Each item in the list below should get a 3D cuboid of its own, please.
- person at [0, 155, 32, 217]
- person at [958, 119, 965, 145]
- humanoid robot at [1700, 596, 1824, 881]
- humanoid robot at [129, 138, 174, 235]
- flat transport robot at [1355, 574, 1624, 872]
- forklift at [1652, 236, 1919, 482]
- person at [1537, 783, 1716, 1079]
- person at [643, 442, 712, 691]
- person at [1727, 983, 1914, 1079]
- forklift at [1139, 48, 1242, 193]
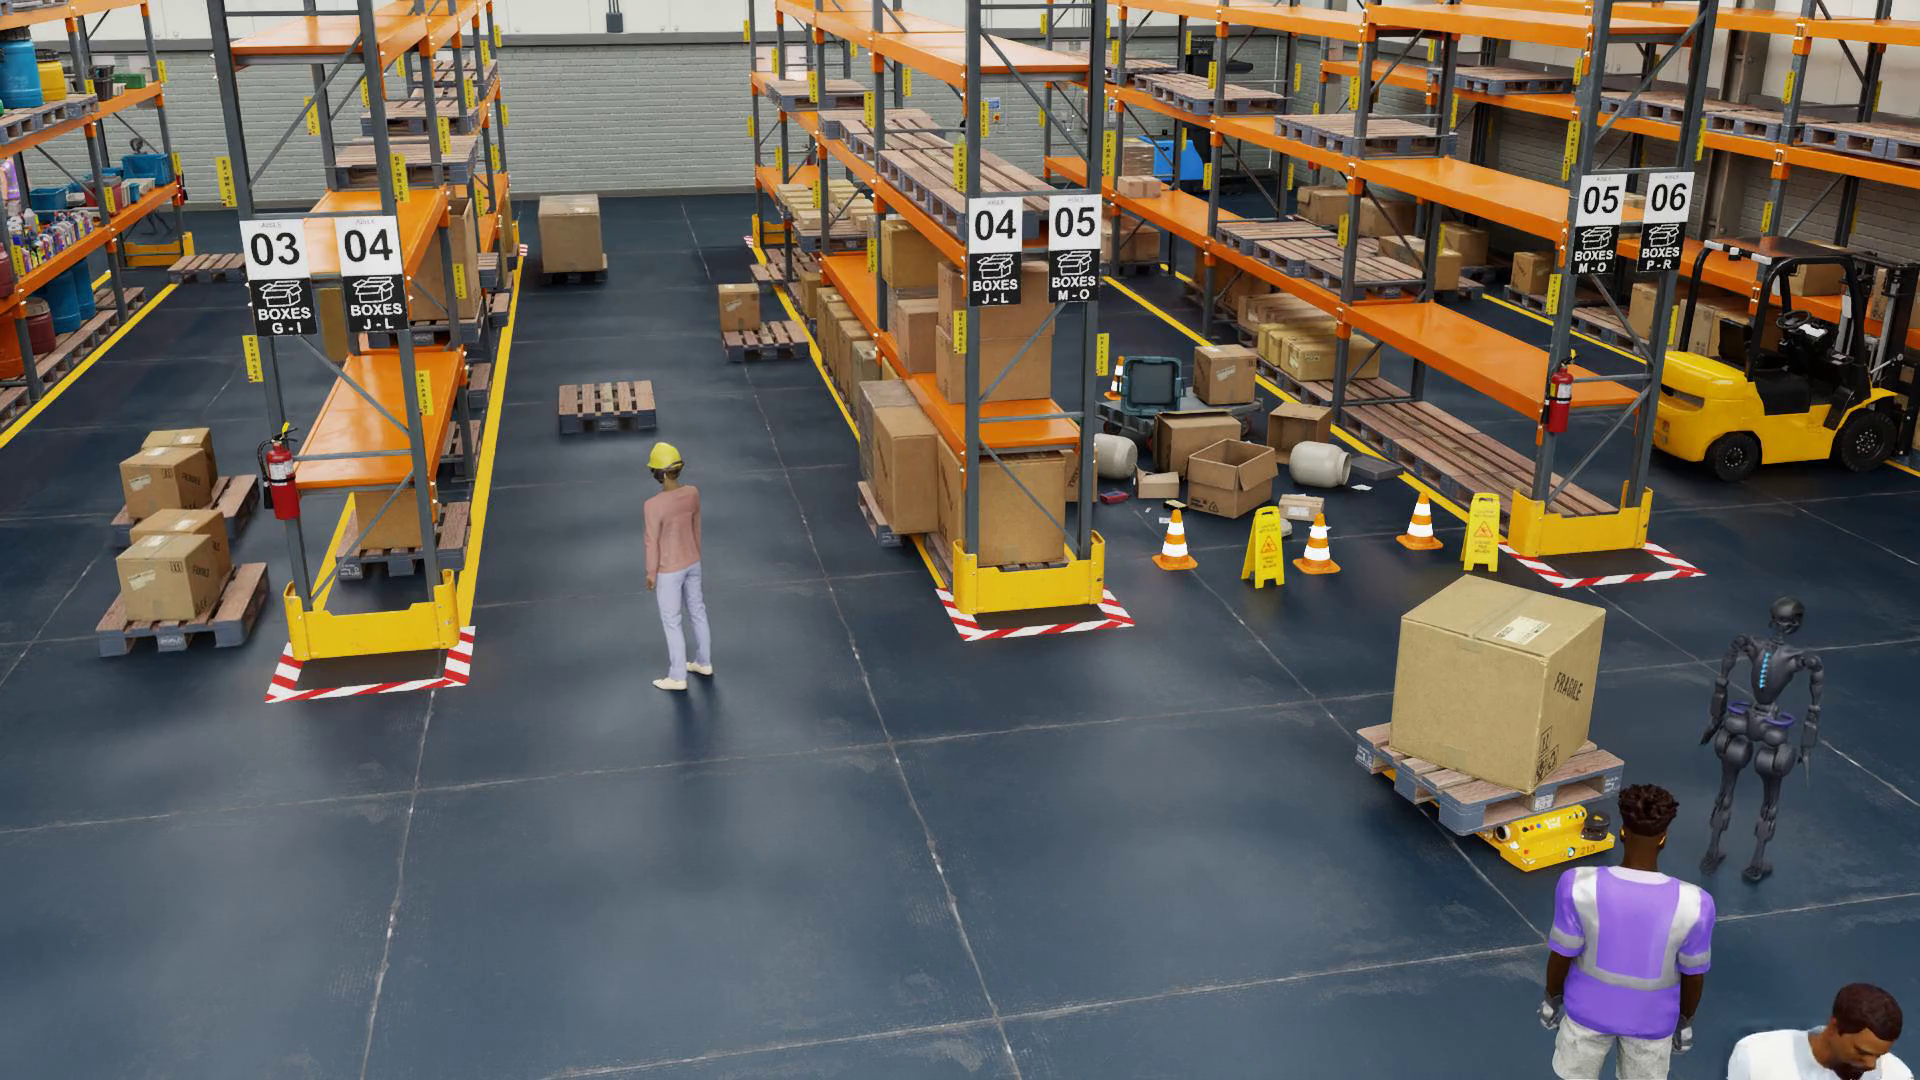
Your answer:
[{"bbox_3d":[-15.368,-5.564,27.150,0.349,1.688,0.489,11,23,27],"label":"person"},{"bbox_3d":[0.142,-6.984,30.982,0.388,1.682,0.535,-1,20,-3],"label":"person"},{"bbox_3d":[4.438,1.092,9.242,0.611,1.654,0.308,19,28,41],"label":"humanoid robot"},{"bbox_3d":[-13.886,-6.063,28.508,0.598,1.640,0.415,12,23,29],"label":"humanoid robot"},{"bbox_3d":[3.179,1.533,10.075,0.659,0.231,1.431,-9,22,-23],"label":"flat transport robot"},{"bbox_3d":[8.013,-1.814,16.330,2.313,2.155,1.214,-4,21,-12],"label":"forklift"},{"bbox_3d":[2.656,1.882,6.710,0.603,1.958,0.375,7,21,18],"label":"person"},{"bbox_3d":[-2.000,0.176,11.599,0.343,1.759,0.515,12,24,29],"label":"person"},{"bbox_3d":[2.845,2.258,5.807,0.668,1.878,0.594,3,21,7],"label":"person"},{"bbox_3d":[4.566,-8.313,32.860,1.873,2.768,1.129,-4,21,-12],"label":"forklift"}]
